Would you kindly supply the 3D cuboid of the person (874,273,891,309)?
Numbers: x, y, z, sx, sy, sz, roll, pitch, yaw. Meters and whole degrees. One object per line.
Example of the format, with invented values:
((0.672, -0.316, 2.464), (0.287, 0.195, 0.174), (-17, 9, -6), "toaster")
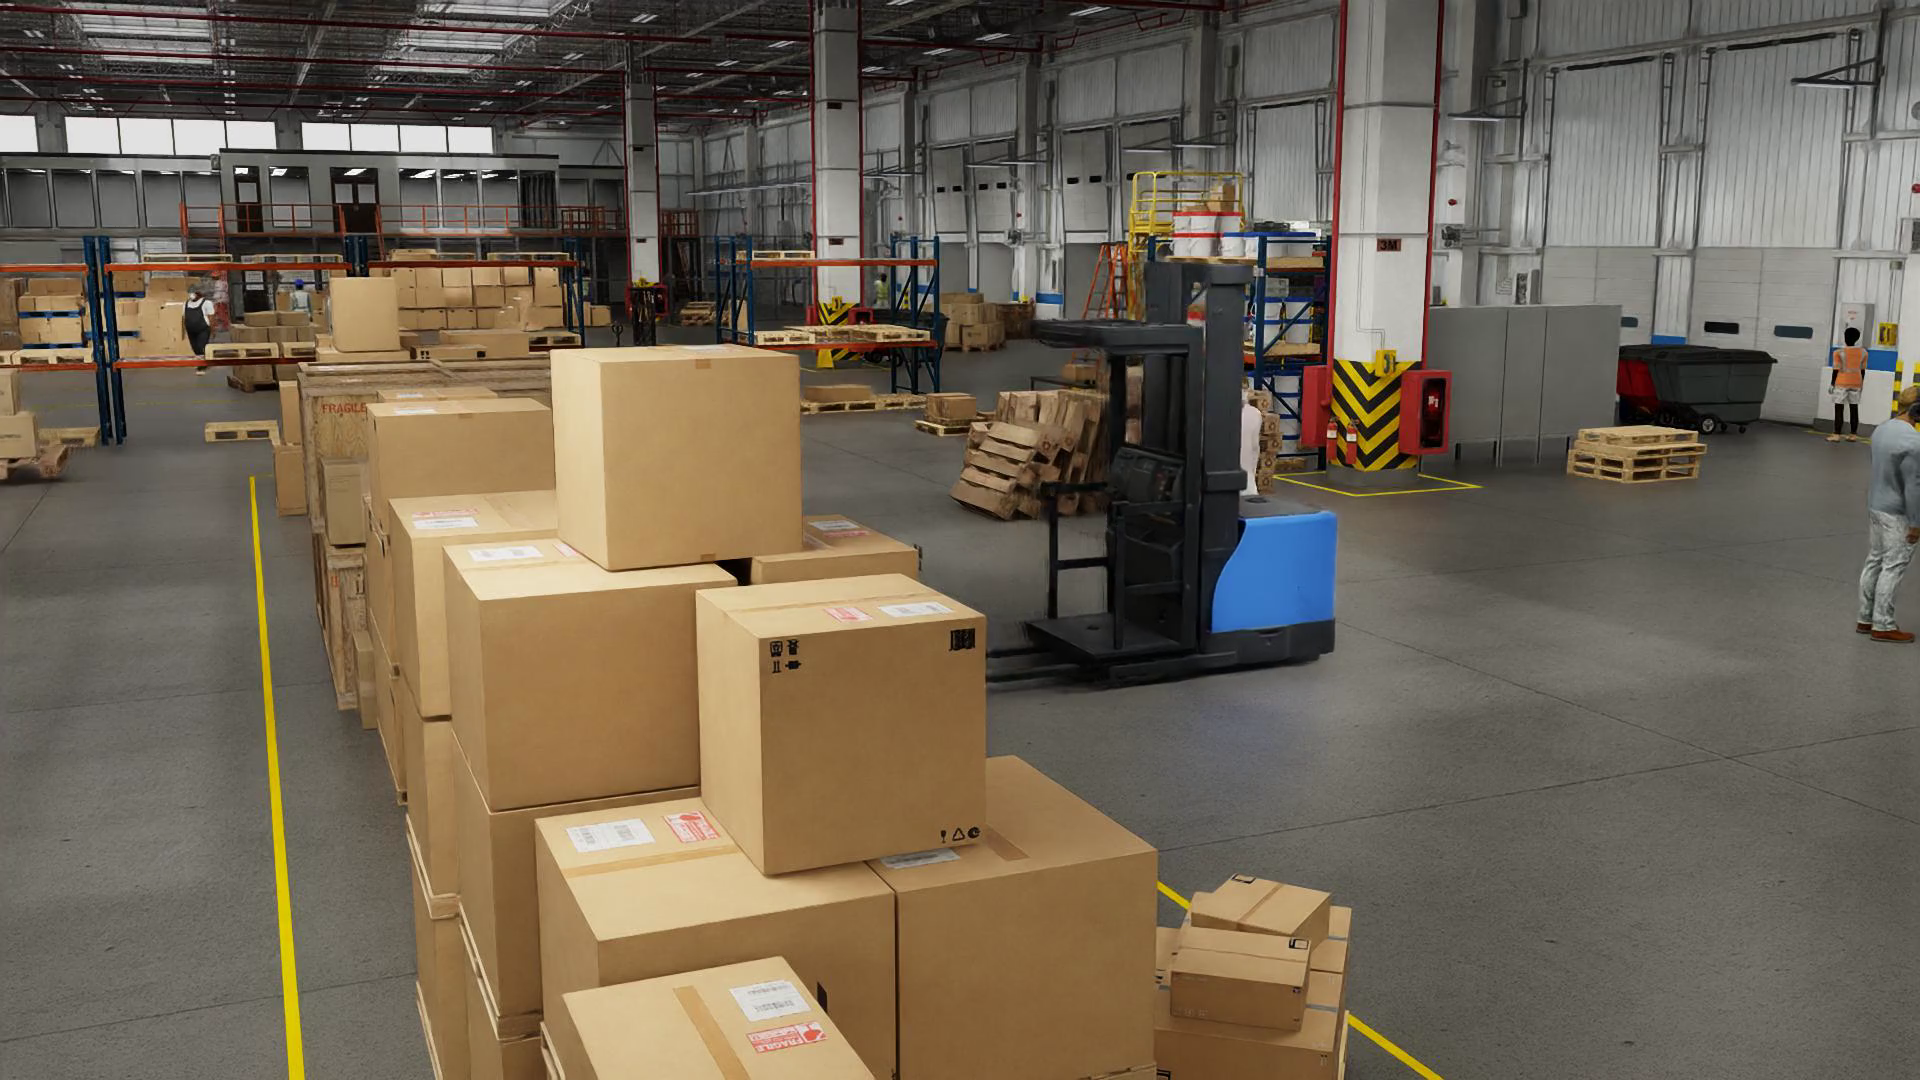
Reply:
((-2.639, -8.296, 57.313), (0.649, 1.824, 0.438), (-3, 11, -14), "person")

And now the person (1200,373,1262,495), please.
((2.285, -0.515, 14.266), (0.650, 1.896, 1.024), (-5, 11, -26), "person")

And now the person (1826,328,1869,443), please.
((13.060, -2.274, 24.482), (0.535, 1.697, 0.318), (-1, 10, -4), "person")

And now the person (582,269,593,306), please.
((-13.338, -8.703, 59.364), (0.583, 1.903, 0.407), (7, 13, 35), "person")

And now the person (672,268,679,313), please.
((-11.520, -10.053, 67.075), (0.391, 1.801, 0.677), (-3, 11, -17), "person")

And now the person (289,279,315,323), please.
((-17.169, -5.820, 43.400), (0.640, 1.929, 0.397), (-7, 13, -36), "person")

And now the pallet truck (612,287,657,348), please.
((-6.464, -4.406, 35.401), (0.823, 1.965, 1.885), (6, 12, 32), "pallet truck")

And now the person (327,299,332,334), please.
((-15.526, -5.426, 41.541), (1.009, 1.825, 0.613), (7, 12, 34), "person")

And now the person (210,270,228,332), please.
((-23.821, -7.625, 53.193), (0.674, 1.974, 0.643), (-7, 13, -35), "person")

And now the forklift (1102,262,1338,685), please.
((1.640, -0.545, 11.688), (1.873, 2.768, 1.129), (-4, 11, -23), "forklift")

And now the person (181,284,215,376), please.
((-16.654, -4.568, 36.176), (0.700, 2.000, 0.816), (1, 10, 8), "person")

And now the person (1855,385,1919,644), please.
((6.961, -0.191, 12.373), (0.372, 1.930, 0.636), (0, 10, 2), "person")

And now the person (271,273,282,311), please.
((-22.474, -7.902, 55.067), (0.876, 1.849, 0.619), (-6, 12, -29), "person")
